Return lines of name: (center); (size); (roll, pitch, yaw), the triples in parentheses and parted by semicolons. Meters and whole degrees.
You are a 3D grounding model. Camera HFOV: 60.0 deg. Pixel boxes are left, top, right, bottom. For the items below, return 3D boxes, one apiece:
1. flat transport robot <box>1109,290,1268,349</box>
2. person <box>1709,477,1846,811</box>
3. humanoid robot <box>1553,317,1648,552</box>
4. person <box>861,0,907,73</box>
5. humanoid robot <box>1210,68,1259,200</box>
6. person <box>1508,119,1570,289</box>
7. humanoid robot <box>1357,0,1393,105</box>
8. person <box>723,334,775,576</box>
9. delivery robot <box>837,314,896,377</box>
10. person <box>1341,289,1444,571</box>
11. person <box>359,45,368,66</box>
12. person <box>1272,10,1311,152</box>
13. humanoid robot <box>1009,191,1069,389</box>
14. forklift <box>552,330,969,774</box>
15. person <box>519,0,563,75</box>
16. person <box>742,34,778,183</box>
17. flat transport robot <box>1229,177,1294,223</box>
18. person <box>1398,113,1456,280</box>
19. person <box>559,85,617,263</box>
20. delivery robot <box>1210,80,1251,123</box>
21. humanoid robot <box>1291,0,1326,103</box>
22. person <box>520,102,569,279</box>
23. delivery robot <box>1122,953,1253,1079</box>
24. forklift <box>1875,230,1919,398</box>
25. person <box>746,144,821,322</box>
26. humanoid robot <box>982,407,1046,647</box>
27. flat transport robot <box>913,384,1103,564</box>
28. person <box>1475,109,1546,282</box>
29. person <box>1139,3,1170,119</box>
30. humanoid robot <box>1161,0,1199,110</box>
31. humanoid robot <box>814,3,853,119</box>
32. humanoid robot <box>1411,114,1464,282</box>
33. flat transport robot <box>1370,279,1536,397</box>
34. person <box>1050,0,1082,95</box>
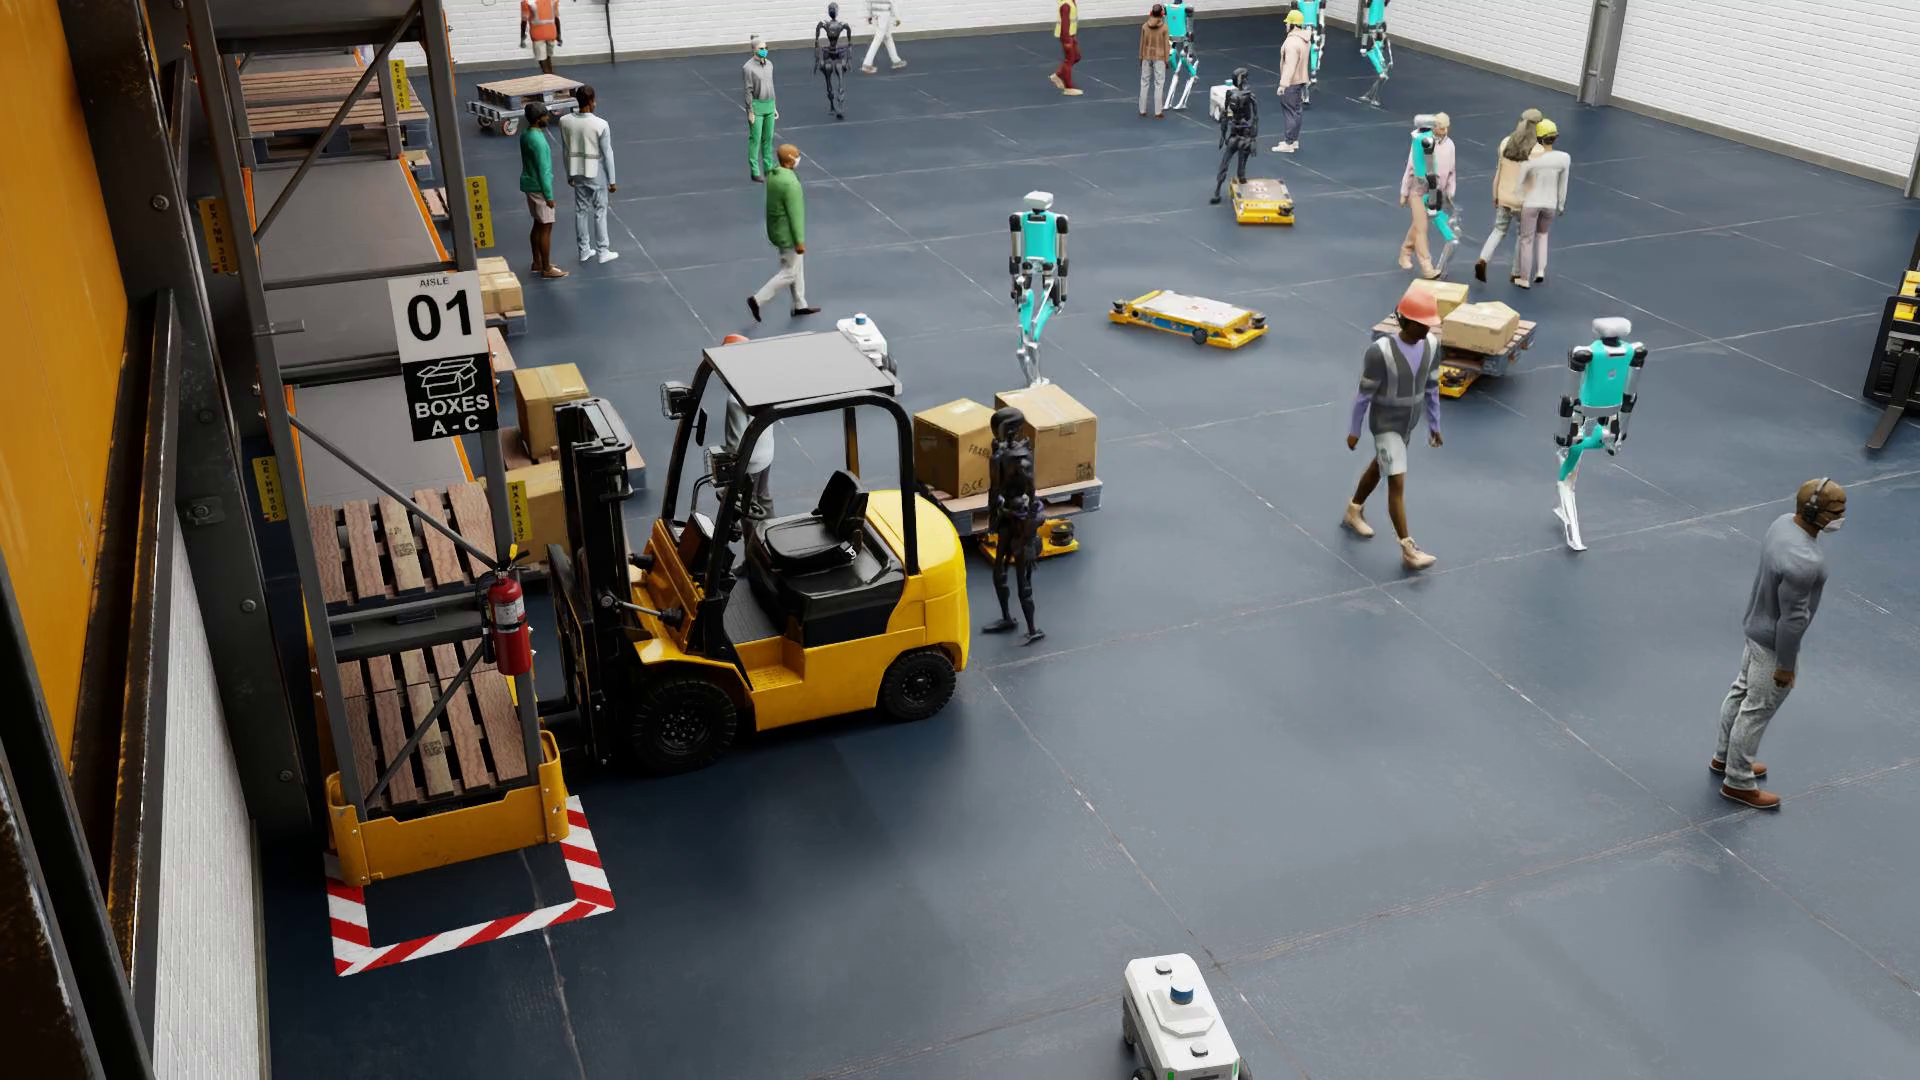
flat transport robot: (2.239, -2.184, 16.331); (1.431, 0.231, 0.659); (20, 33, 34)
person: (4.448, 0.541, 9.057); (0.369, 1.936, 0.628); (7, 28, 14)
humanoid robot: (4.470, -0.822, 11.951); (0.550, 1.732, 0.958); (-3, 27, -6)
person: (-1.286, -8.713, 27.579); (0.994, 1.835, 0.592); (-20, 33, -34)
humanoid robot: (3.377, -4.906, 20.217); (0.569, 1.632, 0.613); (-19, 32, -33)
person: (5.968, -3.469, 17.220); (0.551, 1.751, 0.361); (-2, 27, -3)
humanoid robot: (6.420, -7.507, 25.303); (0.562, 1.792, 0.782); (-21, 33, -35)
person: (-1.477, -0.588, 11.520); (0.351, 1.739, 0.572); (8, 28, 15)
delivery robot: (-0.891, -1.745, 15.161); (0.499, 0.614, 0.817); (-7, 28, -13)
person: (3.113, -0.807, 11.691); (0.625, 1.974, 1.054); (-15, 30, -27)
person: (-9.302, -7.751, 25.664); (0.449, 1.827, 0.592); (1, 27, 1)
person: (4.526, -6.226, 22.593); (0.418, 1.864, 0.817); (13, 30, 25)
humanoid robot: (0.622, -2.048, 14.520); (0.559, 1.853, 0.773); (8, 28, 16)
forklift: (-1.094, 0.010, 9.831); (2.313, 2.155, 1.214); (-10, 28, -20)
person: (-6.482, -7.755, 25.547); (0.629, 1.934, 0.804); (-23, 35, -38)
person: (-2.530, -5.509, 21.199); (0.340, 1.839, 0.510); (19, 32, 33)
flat transport robot: (3.651, -4.131, 20.203); (0.659, 0.231, 1.431); (2, 27, 3)
person: (4.971, -3.620, 17.552); (0.541, 1.724, 0.962); (-9, 28, -17)
person: (-4.012, -3.954, 18.036); (0.597, 1.907, 0.413); (8, 28, 15)
delivery robot: (3.957, -6.480, 24.550); (0.499, 0.587, 0.771); (-5, 27, -10)
humanoid robot: (5.281, -7.439, 25.173); (0.542, 1.728, 0.997); (1, 27, 2)
person: (-4.457, -3.691, 17.589); (0.387, 1.840, 0.489); (-15, 30, -27)
delivery robot: (0.966, 2.190, 7.314); (0.499, 0.596, 0.795); (-5, 27, -10)
forklift: (9.029, -2.397, 14.618); (1.214, 2.155, 2.313); (18, 32, 32)
person: (-1.760, -2.990, 16.278); (0.757, 1.754, 0.556); (-12, 29, -23)
humanoid robot: (0.363, -0.085, 10.605); (0.377, 1.656, 0.614); (-12, 29, -23)
flat transport robot: (0.280, -0.229, 12.442); (0.659, 0.231, 1.431); (-11, 29, -21)
person: (5.776, -3.548, 17.286); (0.753, 1.850, 0.574); (-23, 35, -38)
person: (2.849, -7.040, 24.457); (0.462, 1.646, 0.321); (10, 28, 19)
humanoid robot: (3.309, -7.329, 24.858); (0.541, 1.738, 0.690); (15, 31, 28)
humanoid robot: (-1.869, -7.047, 24.458); (0.593, 1.632, 0.718); (1, 27, 1)
humanoid robot: (5.063, -3.545, 17.464); (0.807, 1.811, 0.540); (0, 27, -1)
flat transport robot: (4.512, -1.672, 15.313); (0.659, 0.231, 1.431); (17, 31, 30)
person: (1.674, -7.821, 25.885); (0.447, 1.760, 0.494); (8, 28, 15)
